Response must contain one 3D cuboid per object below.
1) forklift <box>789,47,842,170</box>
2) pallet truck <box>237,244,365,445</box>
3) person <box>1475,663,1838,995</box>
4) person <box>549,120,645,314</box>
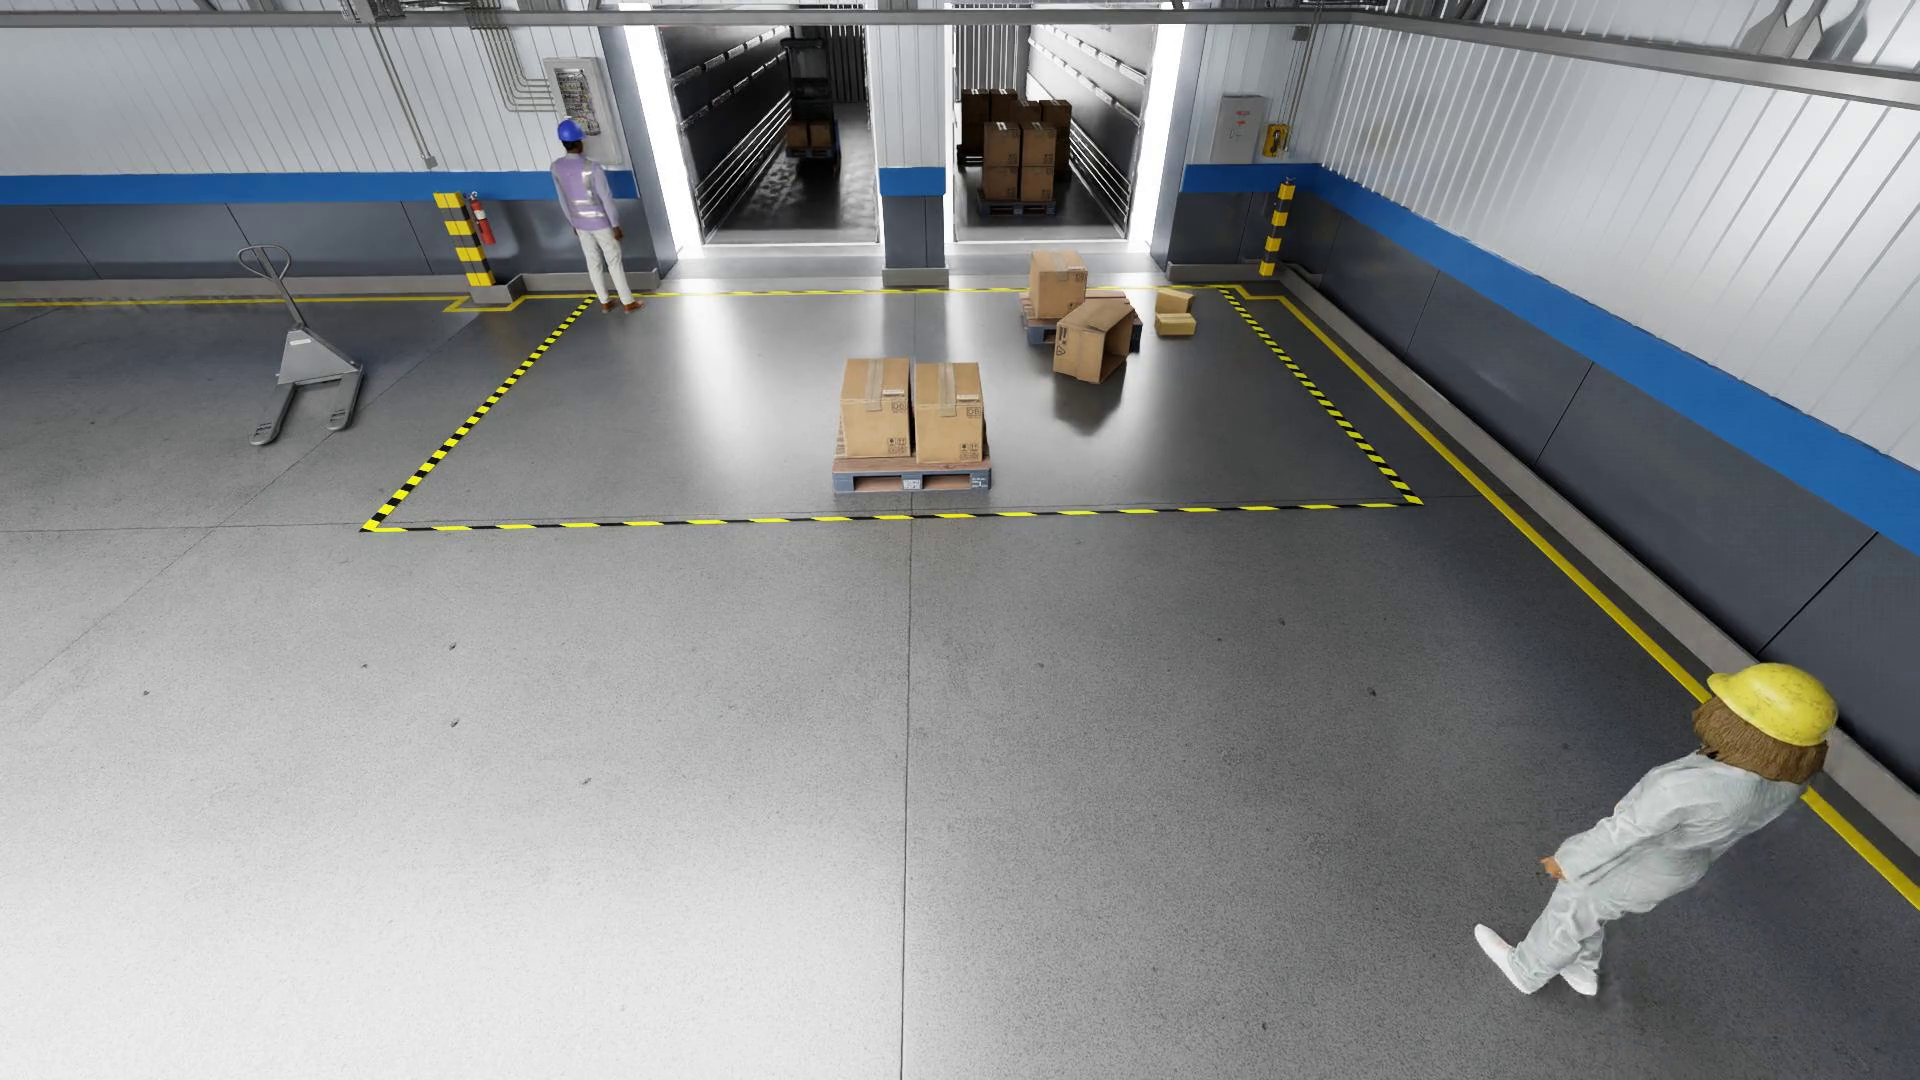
[{"bbox_3d":[-2.771,-8.353,14.064,0.716,2.013,0.776,-2,39,-2],"label":"forklift"},{"bbox_3d":[-5.915,-1.733,6.366,0.680,1.201,1.601,-18,42,-21],"label":"pallet truck"},{"bbox_3d":[2.250,1.053,2.452,0.507,1.728,0.404,-9,39,-11],"label":"person"},{"bbox_3d":[-3.960,-3.434,7.939,0.603,1.948,0.402,7,39,9],"label":"person"}]
